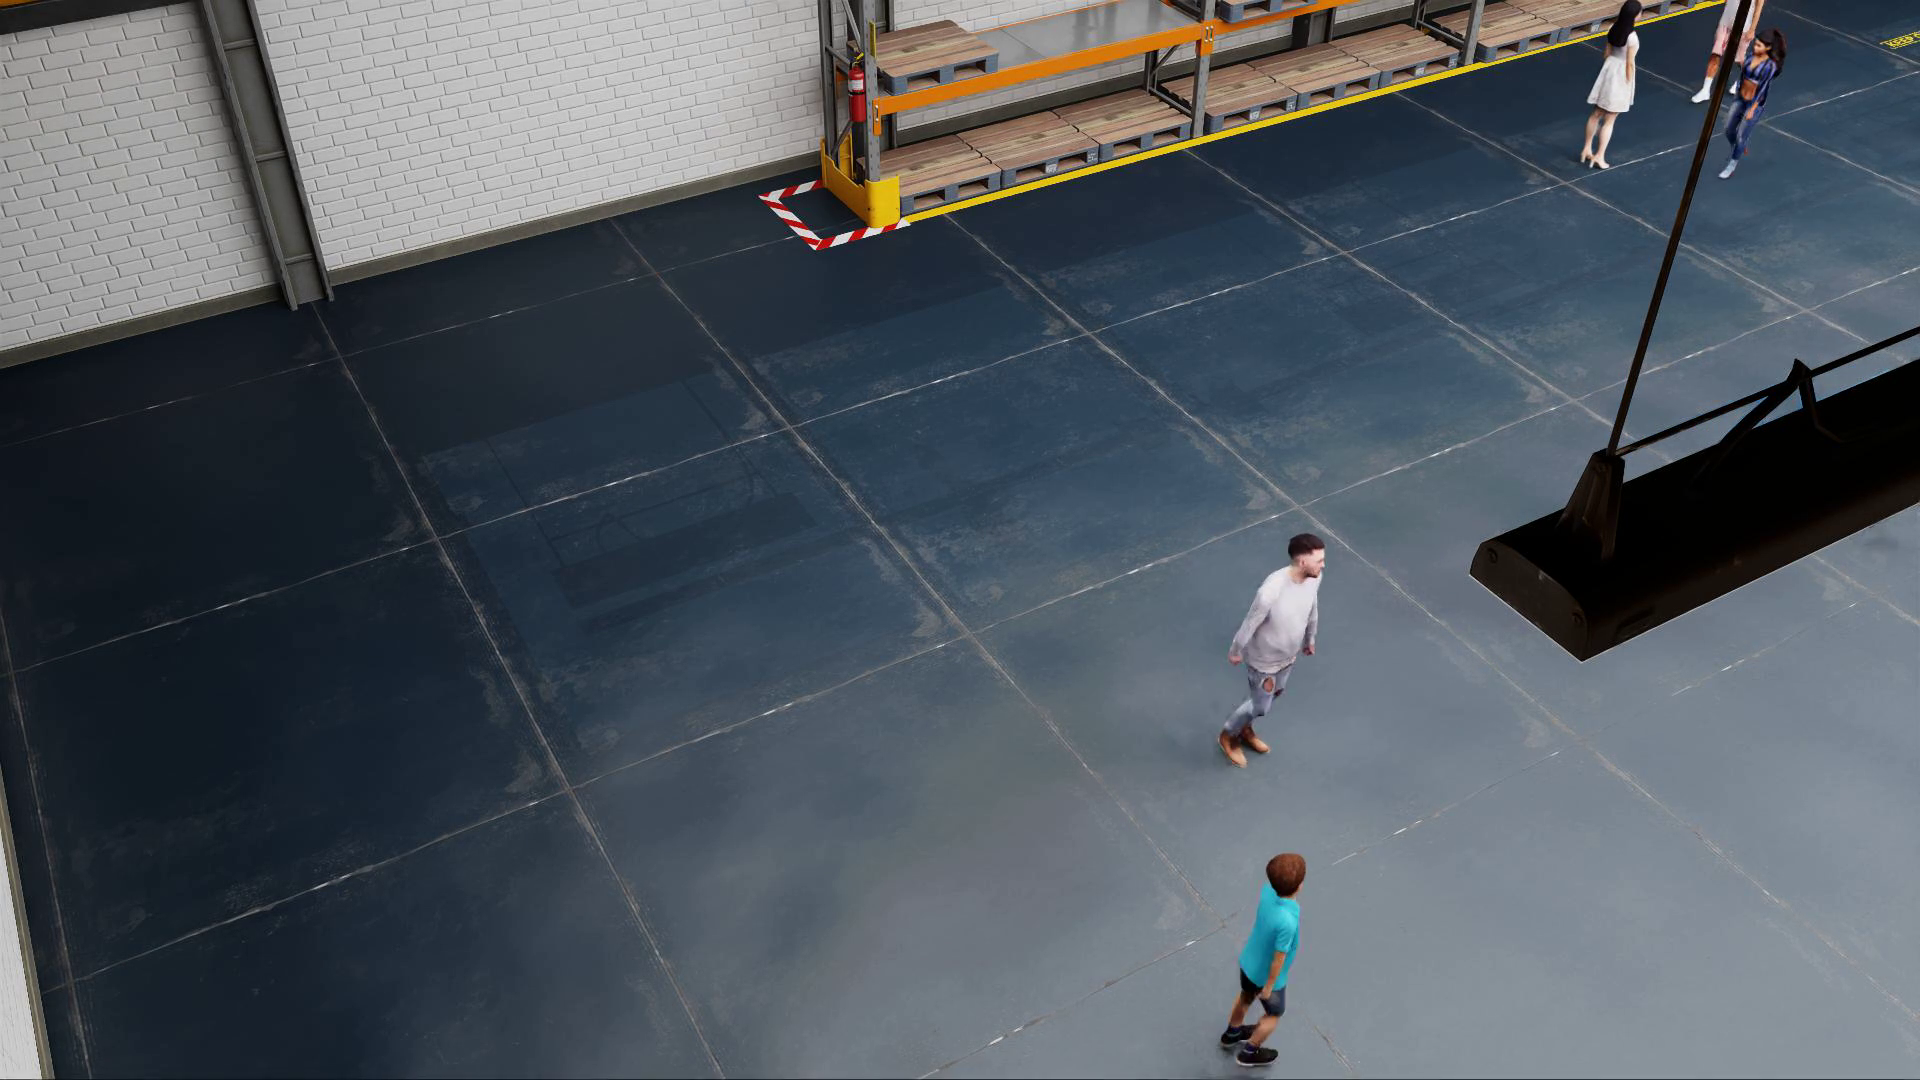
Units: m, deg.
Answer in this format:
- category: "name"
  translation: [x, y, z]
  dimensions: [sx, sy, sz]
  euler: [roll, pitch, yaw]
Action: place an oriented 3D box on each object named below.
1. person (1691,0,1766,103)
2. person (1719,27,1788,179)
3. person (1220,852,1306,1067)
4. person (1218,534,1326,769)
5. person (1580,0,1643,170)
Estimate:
- category: "person"
  translation: [8.754, -5.778, 18.594]
  dimensions: [1.124, 1.756, 0.706]
  euler: [-24, 44, -27]
- category: "person"
  translation: [8.169, -4.489, 17.095]
  dimensions: [0.684, 1.613, 0.623]
  euler: [-15, 41, -18]
- category: "person"
  translation: [1.579, 2.251, 8.810]
  dimensions: [0.645, 1.422, 0.616]
  euler: [-2, 39, -3]
- category: "person"
  translation: [1.913, 0.670, 10.484]
  dimensions: [0.599, 1.802, 0.799]
  euler: [-17, 42, -20]
- category: "person"
  translation: [6.783, -4.732, 17.270]
  dimensions: [0.687, 1.774, 0.695]
  euler: [-12, 40, -15]
